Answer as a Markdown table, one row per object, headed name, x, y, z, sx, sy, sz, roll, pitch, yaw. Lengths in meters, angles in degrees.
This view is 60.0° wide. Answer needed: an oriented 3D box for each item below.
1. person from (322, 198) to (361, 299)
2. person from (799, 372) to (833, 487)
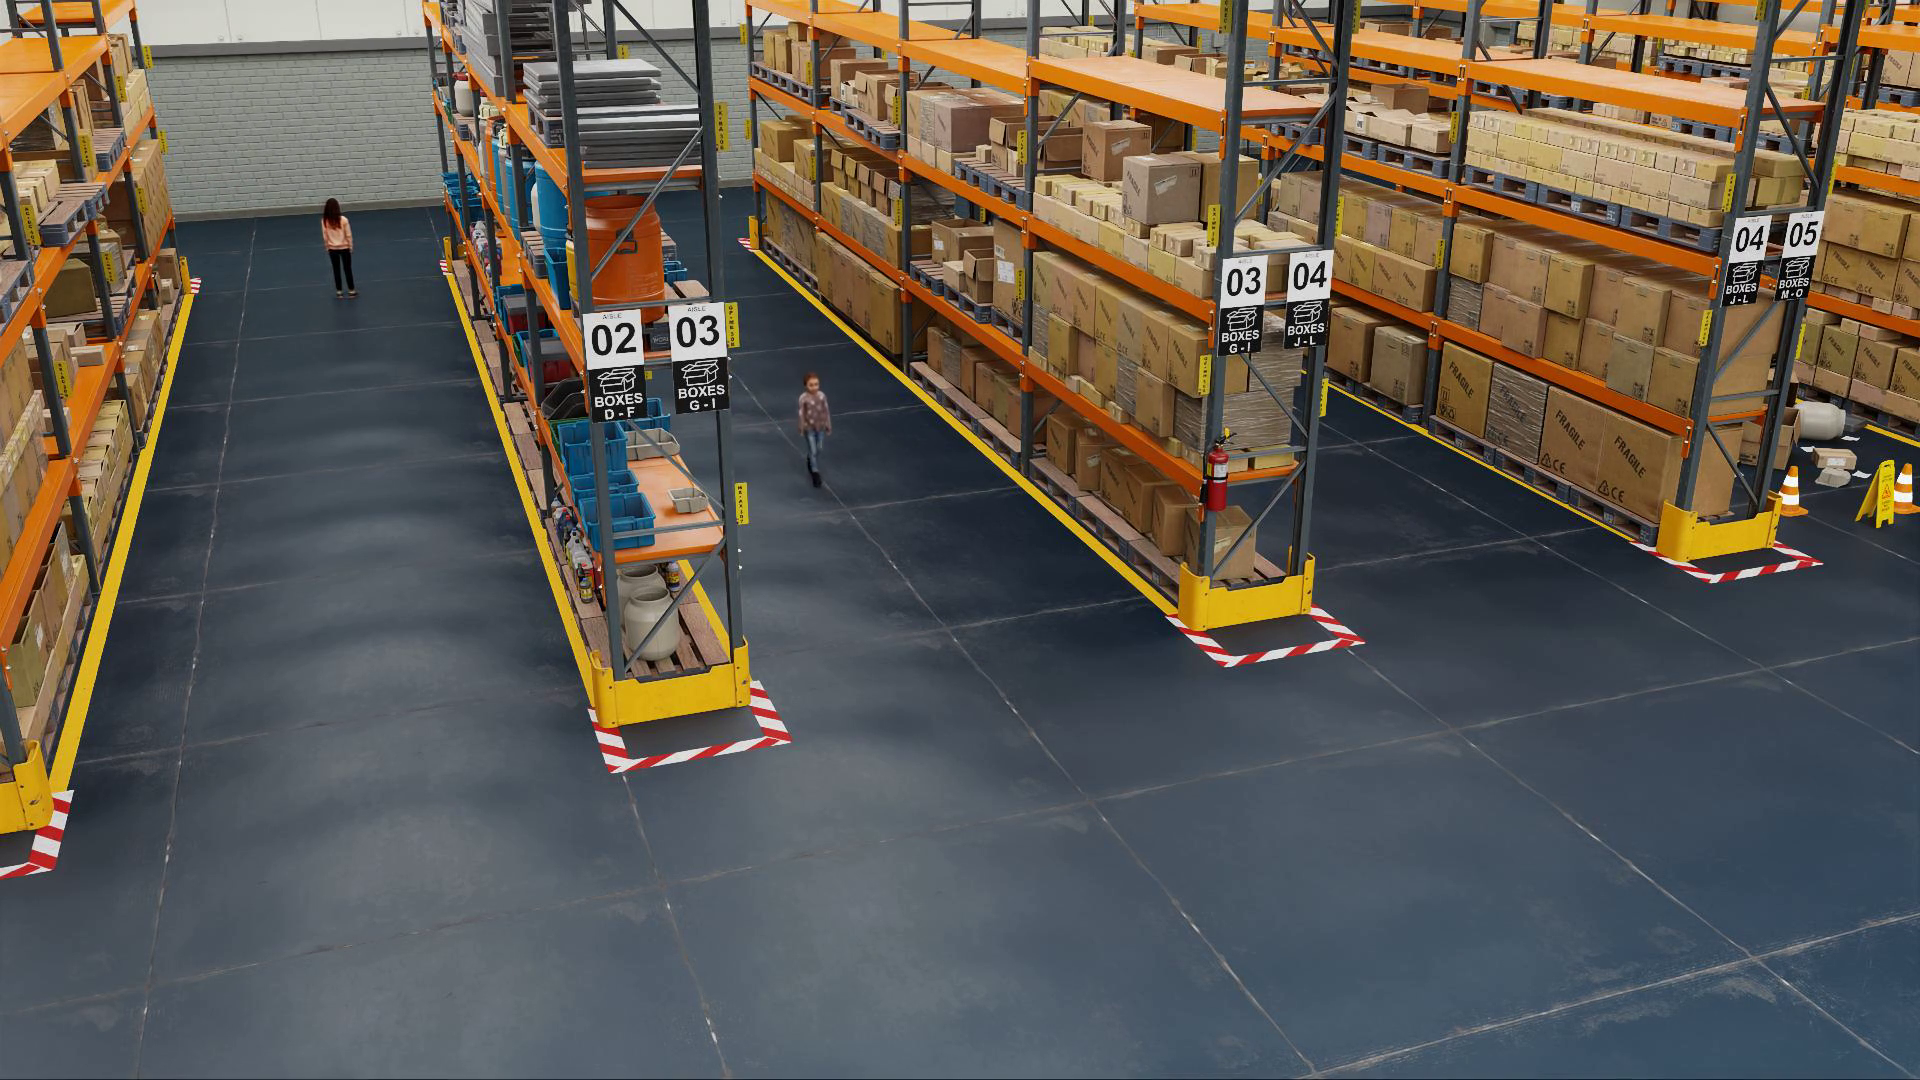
| name | x | y | z | sx | sy | sz | roll | pitch | yaw |
| --- | --- | --- | --- | --- | --- | --- | --- | --- | --- |
| person | -9.221 | -4.337 | 24.692 | 0.628 | 1.484 | 0.613 | -1 | 22 | -2 |
| person | -1.532 | -1.193 | 17.408 | 0.479 | 1.179 | 0.794 | -8 | 24 | -20 |
